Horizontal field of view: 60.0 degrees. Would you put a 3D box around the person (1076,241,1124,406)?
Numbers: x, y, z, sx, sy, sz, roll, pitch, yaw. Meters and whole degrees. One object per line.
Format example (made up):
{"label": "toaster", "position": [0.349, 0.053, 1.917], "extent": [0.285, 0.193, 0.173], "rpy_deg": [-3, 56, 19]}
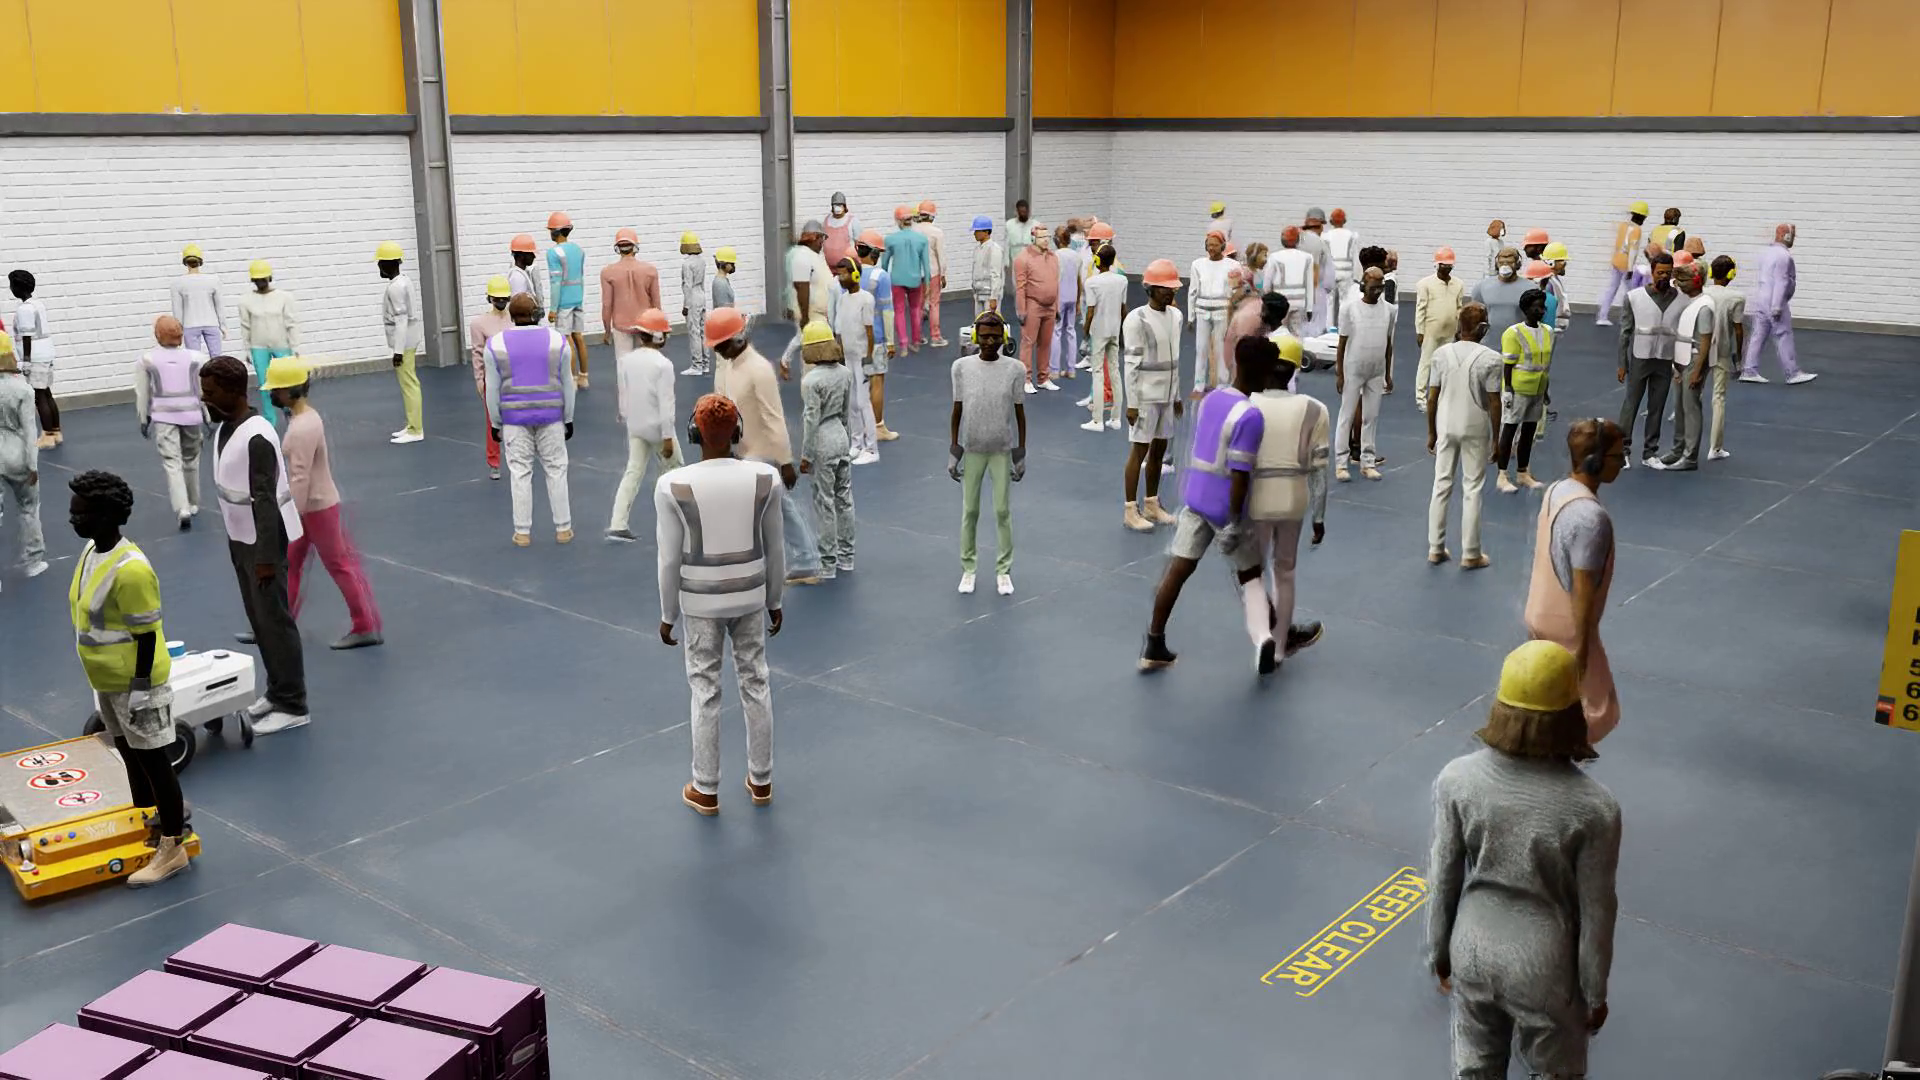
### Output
{"label": "person", "position": [1.535, -2.358, 17.843], "extent": [0.391, 1.920, 0.588], "rpy_deg": [-7, 16, -27]}

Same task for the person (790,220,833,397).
{"label": "person", "position": [-1.482, -2.517, 18.231], "extent": [0.731, 2.000, 0.732], "rpy_deg": [2, 14, 9]}

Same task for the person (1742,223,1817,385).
{"label": "person", "position": [9.674, -2.760, 19.518], "extent": [0.798, 1.876, 0.676], "rpy_deg": [1, 14, 3]}

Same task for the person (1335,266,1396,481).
{"label": "person", "position": [3.469, -1.418, 14.242], "extent": [0.505, 1.842, 0.346], "rpy_deg": [-2, 14, -9]}

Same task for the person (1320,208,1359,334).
{"label": "person", "position": [5.279, -3.707, 23.331], "extent": [0.598, 1.871, 0.446], "rpy_deg": [2, 14, 9]}

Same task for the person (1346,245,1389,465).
{"label": "person", "position": [3.648, -1.663, 14.969], "extent": [0.364, 1.965, 0.609], "rpy_deg": [-2, 14, -6]}

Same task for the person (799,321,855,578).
{"label": "person", "position": [-0.923, -0.608, 11.224], "extent": [0.309, 1.735, 0.484], "rpy_deg": [8, 16, 30]}

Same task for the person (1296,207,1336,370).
{"label": "person", "position": [4.461, -3.179, 20.877], "extent": [0.583, 2.000, 0.716], "rpy_deg": [-1, 14, -5]}

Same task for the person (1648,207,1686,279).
{"label": "person", "position": [10.294, -3.913, 24.246], "extent": [0.431, 1.836, 0.619], "rpy_deg": [-5, 15, -20]}

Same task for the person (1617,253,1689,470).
{"label": "person", "position": [6.112, -1.577, 14.723], "extent": [0.597, 1.916, 0.372], "rpy_deg": [0, 14, -1]}

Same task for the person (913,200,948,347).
{"label": "person", "position": [-0.444, -3.666, 22.912], "extent": [0.609, 1.997, 0.375], "rpy_deg": [9, 16, 31]}

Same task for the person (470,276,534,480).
{"label": "person", "position": [-3.917, -1.393, 14.317], "extent": [0.518, 1.757, 0.339], "rpy_deg": [-8, 16, -29]}

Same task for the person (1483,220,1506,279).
{"label": "person", "position": [7.904, -3.917, 24.653], "extent": [0.280, 1.633, 0.500], "rpy_deg": [13, 19, 41]}

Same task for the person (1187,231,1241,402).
{"label": "person", "position": [2.773, -2.435, 18.221], "extent": [0.584, 1.882, 0.344], "rpy_deg": [6, 15, 22]}

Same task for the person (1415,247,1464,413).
{"label": "person", "position": [5.098, -2.232, 17.676], "extent": [0.563, 1.752, 0.328], "rpy_deg": [-5, 15, -18]}

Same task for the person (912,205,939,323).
{"label": "person", "position": [-0.550, -4.238, 25.570], "extent": [0.621, 1.801, 0.463], "rpy_deg": [4, 15, 17]}

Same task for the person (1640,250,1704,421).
{"label": "person", "position": [7.380, -2.109, 17.181], "extent": [0.331, 1.753, 0.561], "rpy_deg": [-8, 16, -30]}

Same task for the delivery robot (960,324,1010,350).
{"label": "delivery robot", "position": [0.327, -2.699, 21.781], "extent": [0.477, 0.478, 0.707], "rpy_deg": [12, 19, 41]}

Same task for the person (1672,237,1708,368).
{"label": "person", "position": [9.141, -2.963, 20.838], "extent": [0.501, 1.633, 0.285], "rpy_deg": [-9, 16, -31]}

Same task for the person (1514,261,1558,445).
{"label": "person", "position": [5.463, -1.785, 15.890], "extent": [0.339, 1.747, 0.575], "rpy_deg": [11, 18, 38]}

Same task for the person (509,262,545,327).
{"label": "person", "position": [-5.281, -2.839, 20.328], "extent": [0.514, 1.642, 0.310], "rpy_deg": [9, 16, 31]}

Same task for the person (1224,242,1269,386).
{"label": "person", "position": [2.982, -2.180, 17.323], "extent": [0.419, 1.824, 0.549], "rpy_deg": [12, 19, 40]}

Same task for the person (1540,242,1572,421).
{"label": "person", "position": [6.090, -2.156, 17.211], "extent": [0.404, 1.832, 0.600], "rpy_deg": [6, 15, 22]}

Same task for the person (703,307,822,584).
{"label": "person", "position": [-1.378, -0.545, 10.641], "extent": [1.081, 1.883, 0.708], "rpy_deg": [-7, 15, -25]}

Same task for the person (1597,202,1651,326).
{"label": "person", "position": [10.093, -4.149, 25.091], "extent": [0.877, 1.861, 0.690], "rpy_deg": [-1, 14, -6]}

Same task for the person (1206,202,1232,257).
{"label": "person", "position": [4.414, -4.843, 28.137], "extent": [0.591, 1.733, 0.483], "rpy_deg": [-10, 17, -34]}

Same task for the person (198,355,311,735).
{"label": "person", "position": [-3.539, 0.015, 8.395], "extent": [0.391, 1.908, 0.593], "rpy_deg": [-11, 18, -37]}

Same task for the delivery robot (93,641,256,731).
{"label": "delivery robot", "position": [-3.794, 0.732, 8.071], "extent": [0.477, 0.478, 0.707], "rpy_deg": [7, 16, 28]}

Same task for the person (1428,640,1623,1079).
{"label": "person", "position": [1.426, 1.113, 4.341], "extent": [0.496, 1.729, 0.526], "rpy_deg": [12, 19, 40]}

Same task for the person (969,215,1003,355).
{"label": "person", "position": [0.312, -2.975, 20.273], "extent": [0.414, 1.941, 0.607], "rpy_deg": [-7, 16, -26]}

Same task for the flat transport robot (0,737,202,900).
{"label": "flat transport robot", "position": [-3.861, 1.142, 7.199], "extent": [0.652, 0.197, 1.431], "rpy_deg": [-12, 18, -40]}

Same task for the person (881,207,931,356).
{"label": "person", "position": [-0.745, -3.443, 22.121], "extent": [0.626, 1.942, 0.820], "rpy_deg": [-3, 14, -13]}

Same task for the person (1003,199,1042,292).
{"label": "person", "position": [1.004, -4.272, 25.538], "extent": [0.695, 1.894, 0.451], "rpy_deg": [1, 14, 4]}

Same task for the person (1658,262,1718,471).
{"label": "person", "position": [6.446, -1.524, 14.675], "extent": [0.400, 1.837, 0.564], "rpy_deg": [1, 14, 5]}

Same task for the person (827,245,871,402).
{"label": "person", "position": [-1.138, -2.273, 17.839], "extent": [0.564, 1.751, 0.342], "rpy_deg": [4, 15, 16]}

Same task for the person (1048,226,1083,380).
{"label": "person", "position": [1.228, -2.828, 19.898], "extent": [0.511, 1.836, 0.357], "rpy_deg": [-9, 16, -31]}

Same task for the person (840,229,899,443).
{"label": "person", "position": [-0.860, -1.956, 15.998], "extent": [0.607, 2.038, 0.386], "rpy_deg": [10, 17, 35]}

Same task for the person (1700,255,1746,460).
{"label": "person", "position": [6.871, -1.664, 15.181], "extent": [0.531, 1.864, 0.317], "rpy_deg": [11, 18, 37]}
